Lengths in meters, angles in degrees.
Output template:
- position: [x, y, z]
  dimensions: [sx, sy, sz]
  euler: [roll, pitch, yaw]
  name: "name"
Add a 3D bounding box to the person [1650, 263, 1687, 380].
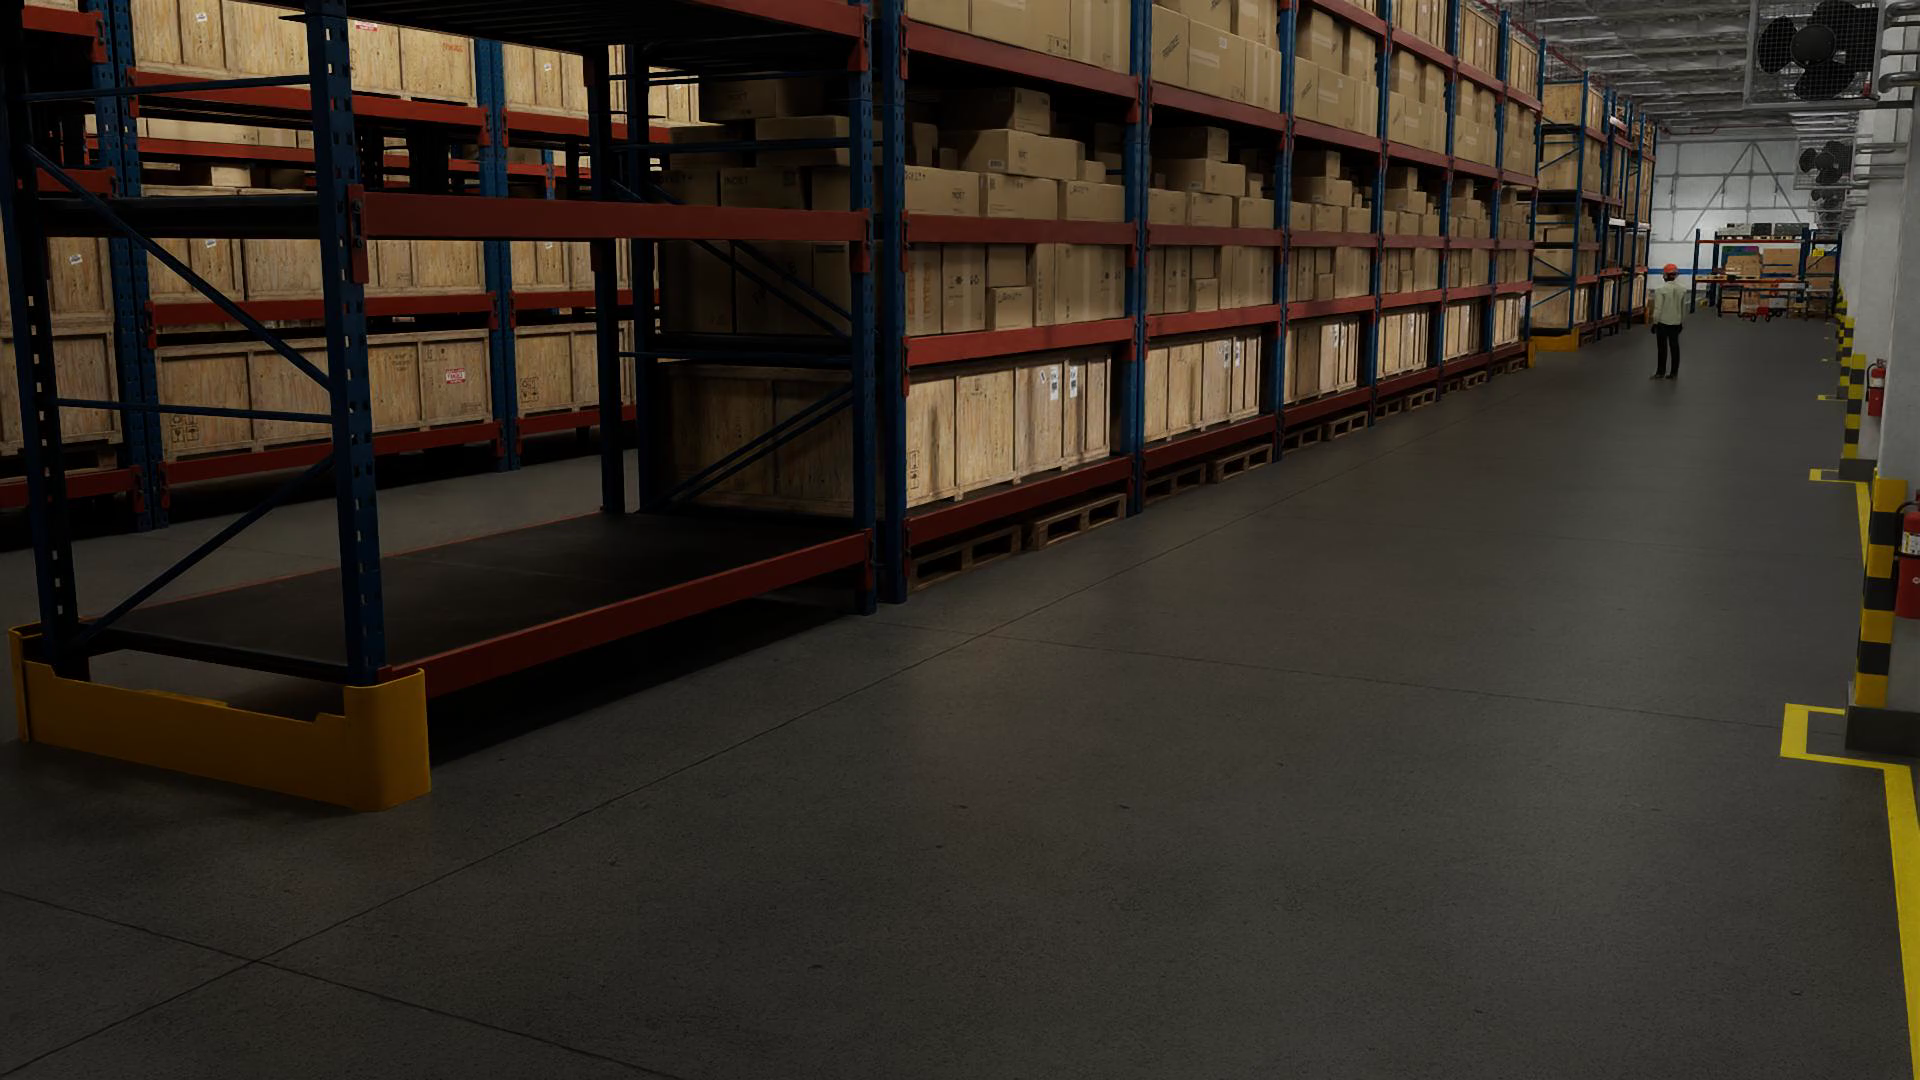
- position: [12.126, -3.732, 28.510]
  dimensions: [0.614, 1.993, 0.395]
  euler: [-3, 10, -15]
  name: "person"
